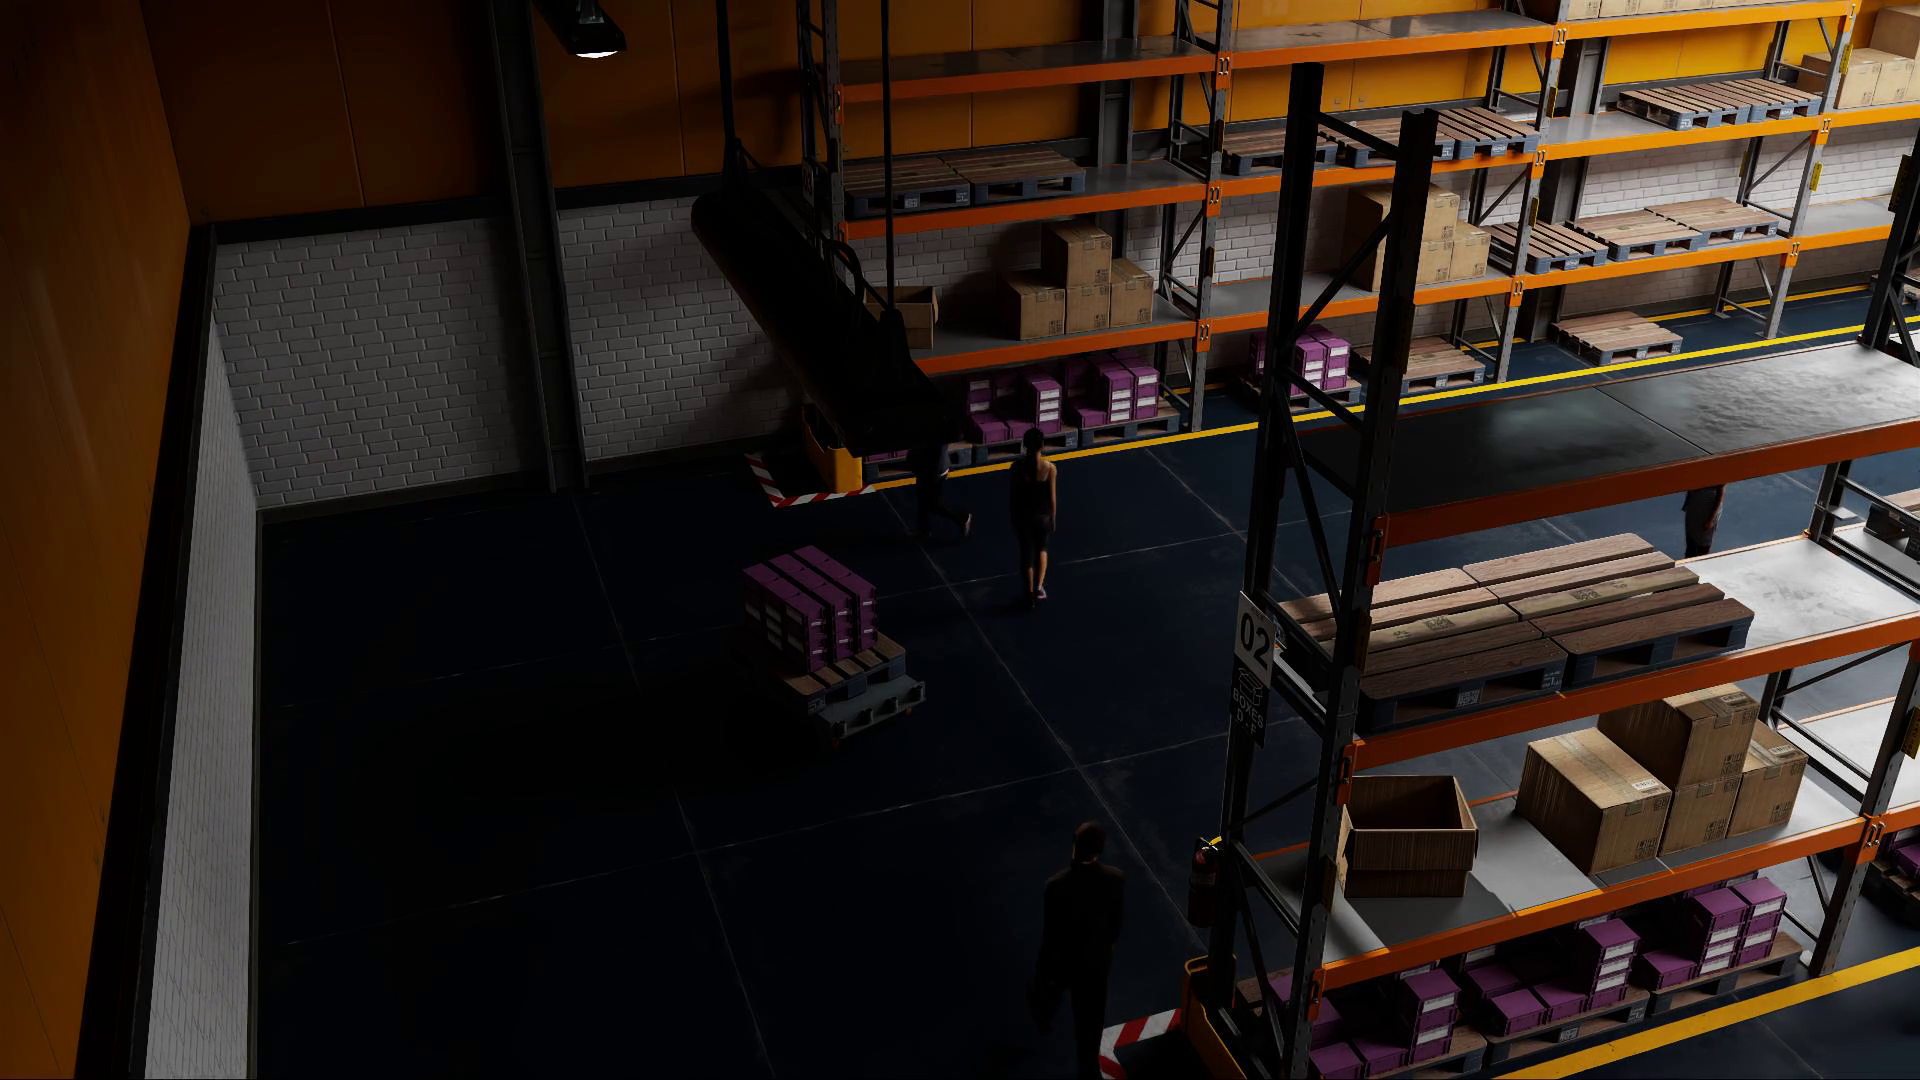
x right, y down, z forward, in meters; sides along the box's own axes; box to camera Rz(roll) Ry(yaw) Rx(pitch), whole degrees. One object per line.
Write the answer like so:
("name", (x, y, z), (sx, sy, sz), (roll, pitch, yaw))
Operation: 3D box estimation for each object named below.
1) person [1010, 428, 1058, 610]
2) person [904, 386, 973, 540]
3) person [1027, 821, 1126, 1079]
("person", (0.632, -0.140, 14.607), (0.613, 1.718, 0.702), (0, 29, -1))
("person", (-0.192, -0.700, 15.775), (0.939, 1.582, 0.764), (-4, 29, -7))
("person", (0.716, 2.516, 9.609), (1.210, 1.843, 0.837), (-9, 30, -15))
